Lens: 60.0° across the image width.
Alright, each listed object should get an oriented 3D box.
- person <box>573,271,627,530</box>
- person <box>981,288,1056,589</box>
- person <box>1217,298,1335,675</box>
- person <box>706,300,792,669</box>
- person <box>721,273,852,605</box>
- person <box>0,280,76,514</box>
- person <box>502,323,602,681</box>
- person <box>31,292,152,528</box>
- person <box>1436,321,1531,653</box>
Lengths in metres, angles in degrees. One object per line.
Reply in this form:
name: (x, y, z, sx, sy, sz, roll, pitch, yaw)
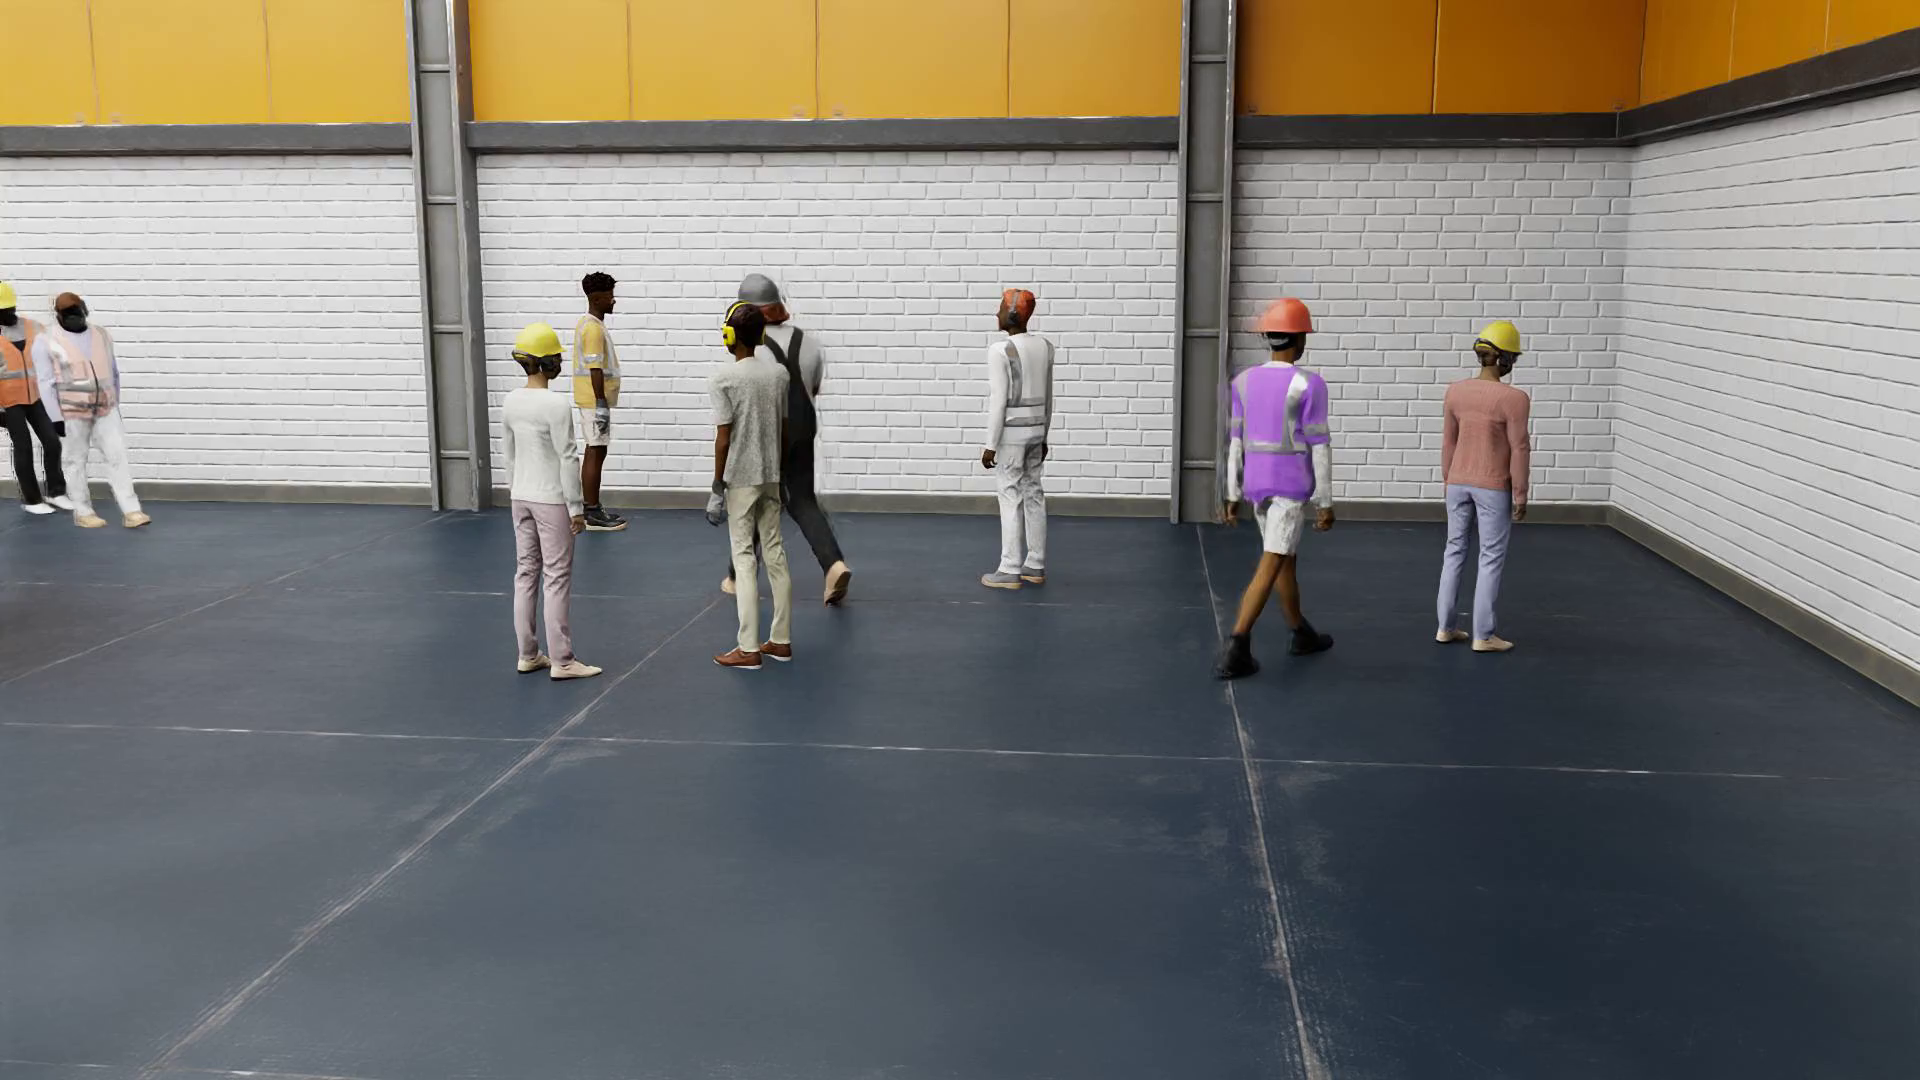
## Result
person: (-2.762, -1.061, 12.696, 0.363, 1.963, 0.612, -3, 10, -17)
person: (0.361, -0.636, 10.498, 0.347, 1.884, 0.584, 9, 13, 41)
person: (1.617, -0.275, 8.432, 0.973, 1.894, 0.557, -8, 13, -39)
person: (-1.081, -0.275, 8.473, 0.336, 1.873, 0.521, 10, 14, 44)
person: (-1.075, -0.625, 9.989, 0.679, 2.000, 0.959, -8, 13, -38)
person: (-7.424, -1.112, 13.220, 0.534, 1.881, 0.688, 6, 12, 31)
person: (-2.051, -0.186, 8.252, 0.522, 1.772, 0.303, 8, 13, 38)
person: (-6.527, -0.950, 12.533, 0.833, 1.807, 0.639, 7, 12, 35)
person: (2.788, -0.277, 8.824, 0.336, 1.757, 0.532, -7, 12, -37)
